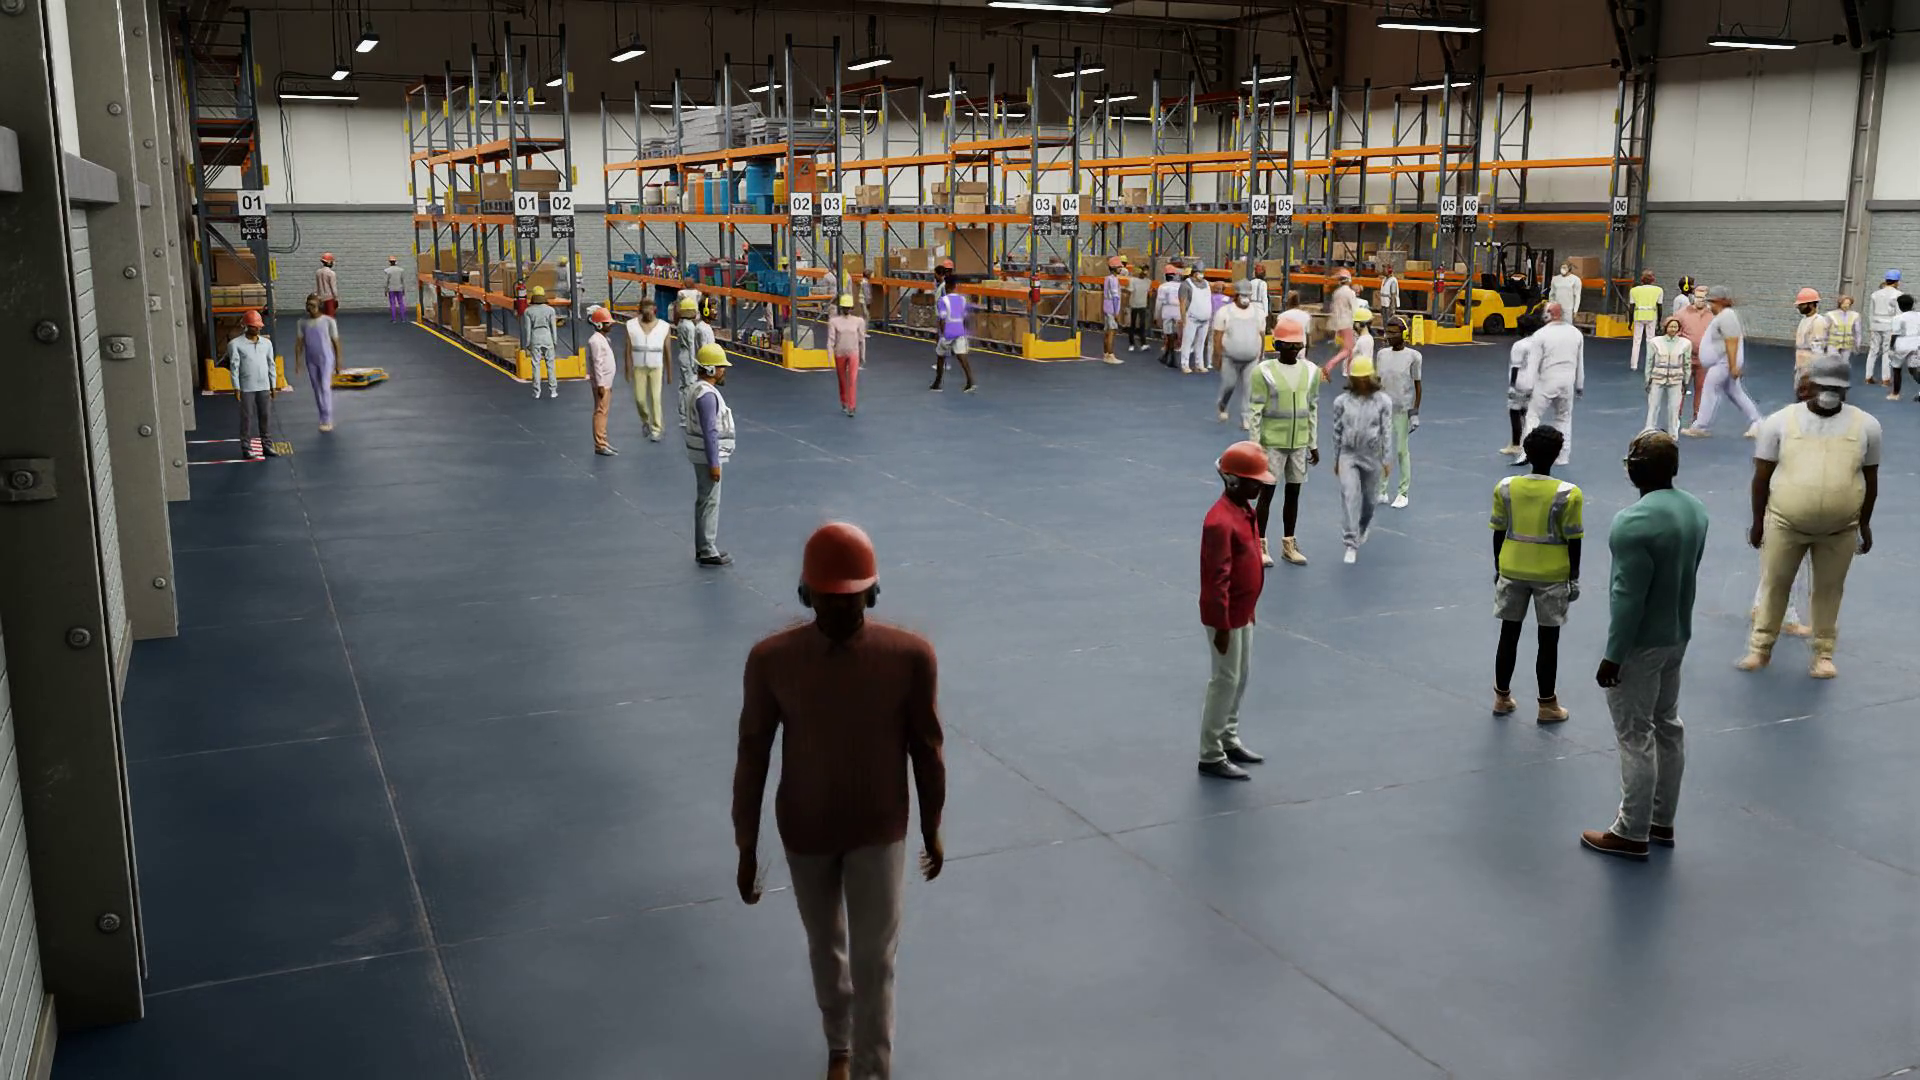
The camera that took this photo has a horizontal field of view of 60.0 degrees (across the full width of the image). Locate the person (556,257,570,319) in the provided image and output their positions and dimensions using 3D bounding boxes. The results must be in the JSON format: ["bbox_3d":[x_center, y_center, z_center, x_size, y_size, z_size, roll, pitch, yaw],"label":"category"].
[{"bbox_3d":[-10.719,-6.808,45.041,0.502,1.687,0.870,3,11,13],"label":"person"}]

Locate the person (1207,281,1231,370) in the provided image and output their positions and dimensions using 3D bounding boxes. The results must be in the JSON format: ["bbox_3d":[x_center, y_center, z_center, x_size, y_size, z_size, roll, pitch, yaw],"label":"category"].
[{"bbox_3d":[4.747,-3.958,30.691,0.523,1.634,0.325,6,12,26],"label":"person"}]

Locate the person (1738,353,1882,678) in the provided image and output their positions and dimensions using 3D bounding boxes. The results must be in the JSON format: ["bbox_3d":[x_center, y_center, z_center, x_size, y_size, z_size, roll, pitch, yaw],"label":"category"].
[{"bbox_3d":[5.264,-0.156,10.323,0.758,2.000,0.537,4,12,21],"label":"person"}]

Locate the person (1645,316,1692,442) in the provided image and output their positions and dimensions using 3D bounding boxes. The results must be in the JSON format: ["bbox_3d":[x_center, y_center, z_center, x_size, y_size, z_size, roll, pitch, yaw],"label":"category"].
[{"bbox_3d":[8.634,-1.912,20.303,0.519,1.633,0.314,4,12,20],"label":"person"}]

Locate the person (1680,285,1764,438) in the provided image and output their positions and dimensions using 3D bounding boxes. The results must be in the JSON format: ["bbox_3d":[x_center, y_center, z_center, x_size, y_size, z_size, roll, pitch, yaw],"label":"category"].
[{"bbox_3d":[9.906,-2.322,21.332,1.001,2.000,0.692,5,12,25],"label":"person"}]

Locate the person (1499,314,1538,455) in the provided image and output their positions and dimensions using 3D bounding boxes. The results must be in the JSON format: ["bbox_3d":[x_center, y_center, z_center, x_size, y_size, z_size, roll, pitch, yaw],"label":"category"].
[{"bbox_3d":[6.693,-1.828,19.729,0.540,1.690,0.461,-9,14,-39],"label":"person"}]

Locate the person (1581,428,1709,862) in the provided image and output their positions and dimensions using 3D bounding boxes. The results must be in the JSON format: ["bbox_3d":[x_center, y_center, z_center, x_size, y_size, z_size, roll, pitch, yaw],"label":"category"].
[{"bbox_3d":[3.066,0.465,7.431,0.635,1.935,0.349,-9,14,-39],"label":"person"}]

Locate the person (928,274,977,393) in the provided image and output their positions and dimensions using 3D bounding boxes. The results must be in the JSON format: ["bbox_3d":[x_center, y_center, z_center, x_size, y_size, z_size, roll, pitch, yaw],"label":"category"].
[{"bbox_3d":[-0.095,-3.311,26.704,0.598,1.918,1.018,-9,14,-38],"label":"person"}]

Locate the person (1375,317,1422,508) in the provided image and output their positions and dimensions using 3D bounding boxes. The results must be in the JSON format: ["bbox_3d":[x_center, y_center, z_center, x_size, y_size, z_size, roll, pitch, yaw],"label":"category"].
[{"bbox_3d":[4.263,-1.250,16.322,0.532,1.868,0.310,11,16,44],"label":"person"}]

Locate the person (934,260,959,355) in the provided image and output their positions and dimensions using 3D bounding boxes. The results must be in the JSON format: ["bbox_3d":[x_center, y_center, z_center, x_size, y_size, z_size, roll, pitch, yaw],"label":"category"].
[{"bbox_3d":[-0.251,-4.718,33.803,0.546,1.928,0.384,6,12,26],"label":"person"}]

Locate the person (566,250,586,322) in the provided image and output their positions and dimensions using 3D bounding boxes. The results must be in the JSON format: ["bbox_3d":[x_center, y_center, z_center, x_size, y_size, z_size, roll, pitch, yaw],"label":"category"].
[{"bbox_3d":[-10.165,-6.706,44.009,0.354,1.886,0.572,6,13,28],"label":"person"}]

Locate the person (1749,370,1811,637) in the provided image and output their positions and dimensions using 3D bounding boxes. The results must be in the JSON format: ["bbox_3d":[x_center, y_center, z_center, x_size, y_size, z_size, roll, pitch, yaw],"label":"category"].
[{"bbox_3d":[5.772,-0.268,11.461,0.641,1.844,0.445,-10,15,-43],"label":"person"}]

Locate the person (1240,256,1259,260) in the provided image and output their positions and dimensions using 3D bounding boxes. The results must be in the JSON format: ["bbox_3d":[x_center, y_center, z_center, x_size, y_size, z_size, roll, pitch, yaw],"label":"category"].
[{"bbox_3d":[8.805,-7.972,50.620,0.628,1.822,0.440,-3,11,-13],"label":"person"}]

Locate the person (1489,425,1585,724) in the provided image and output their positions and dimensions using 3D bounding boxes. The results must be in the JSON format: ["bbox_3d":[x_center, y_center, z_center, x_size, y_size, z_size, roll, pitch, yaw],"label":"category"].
[{"bbox_3d":[3.260,0.193,9.417,0.540,1.700,0.316,10,15,40],"label":"person"}]

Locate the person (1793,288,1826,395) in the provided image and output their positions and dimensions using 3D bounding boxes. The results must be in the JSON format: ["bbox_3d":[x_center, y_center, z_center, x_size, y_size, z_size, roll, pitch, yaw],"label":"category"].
[{"bbox_3d":[10.759,-2.232,21.190,0.388,1.924,0.549,1,11,5],"label":"person"}]

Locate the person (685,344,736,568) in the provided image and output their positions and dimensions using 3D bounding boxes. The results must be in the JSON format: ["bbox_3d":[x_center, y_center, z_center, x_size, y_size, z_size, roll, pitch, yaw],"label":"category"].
[{"bbox_3d":[-2.033,-0.687,13.592,0.404,1.824,0.586,-2,11,-12],"label":"person"}]

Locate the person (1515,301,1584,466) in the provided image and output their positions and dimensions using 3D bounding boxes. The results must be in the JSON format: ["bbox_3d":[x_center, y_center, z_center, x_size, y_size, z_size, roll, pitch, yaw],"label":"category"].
[{"bbox_3d":[6.786,-1.782,19.001,0.717,1.894,0.446,-2,11,-9],"label":"person"}]

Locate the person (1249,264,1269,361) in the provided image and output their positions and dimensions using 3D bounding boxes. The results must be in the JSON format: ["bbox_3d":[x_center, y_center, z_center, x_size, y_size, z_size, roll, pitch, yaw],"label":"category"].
[{"bbox_3d":[5.762,-4.379,32.179,0.355,1.887,0.573,-6,13,-29],"label":"person"}]

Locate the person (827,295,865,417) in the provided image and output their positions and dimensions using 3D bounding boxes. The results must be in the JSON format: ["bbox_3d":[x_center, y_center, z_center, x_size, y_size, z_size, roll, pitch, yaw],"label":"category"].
[{"bbox_3d":[-1.628,-2.655,23.834,0.536,1.725,0.889,0,11,-2],"label":"person"}]

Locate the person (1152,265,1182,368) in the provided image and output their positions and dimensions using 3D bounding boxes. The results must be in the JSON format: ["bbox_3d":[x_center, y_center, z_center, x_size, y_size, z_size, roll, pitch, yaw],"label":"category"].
[{"bbox_3d":[3.880,-4.208,31.275,0.561,1.894,0.933,-5,12,-25],"label":"person"}]

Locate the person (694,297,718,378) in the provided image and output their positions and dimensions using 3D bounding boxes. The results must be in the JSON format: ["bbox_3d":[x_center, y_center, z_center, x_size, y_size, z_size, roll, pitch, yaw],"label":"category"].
[{"bbox_3d":[-3.086,-2.025,20.297,0.328,1.861,0.500,-1,11,-7],"label":"person"}]

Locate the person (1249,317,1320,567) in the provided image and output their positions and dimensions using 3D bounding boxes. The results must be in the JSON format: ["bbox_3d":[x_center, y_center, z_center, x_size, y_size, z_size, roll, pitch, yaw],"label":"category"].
[{"bbox_3d":[2.657,-0.794,13.562,0.616,2.041,0.380,-3,12,-16],"label":"person"}]

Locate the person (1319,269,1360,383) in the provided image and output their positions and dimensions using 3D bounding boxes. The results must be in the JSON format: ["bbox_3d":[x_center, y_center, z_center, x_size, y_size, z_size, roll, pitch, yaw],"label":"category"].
[{"bbox_3d":[6.486,-3.592,28.083,0.844,1.937,0.633,-2,11,-10],"label":"person"}]

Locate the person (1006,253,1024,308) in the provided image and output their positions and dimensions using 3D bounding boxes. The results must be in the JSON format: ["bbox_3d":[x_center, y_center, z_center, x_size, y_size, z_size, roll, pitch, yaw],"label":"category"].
[{"bbox_3d":[1.547,-7.678,49.399,0.674,1.710,0.596,6,13,29],"label":"person"}]

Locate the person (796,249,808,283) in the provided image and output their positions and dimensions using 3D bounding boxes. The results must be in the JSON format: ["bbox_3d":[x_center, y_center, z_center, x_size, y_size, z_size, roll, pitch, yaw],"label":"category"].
[{"bbox_3d":[-5.057,-8.278,52.379,0.577,1.737,0.354,-3,11,-13],"label":"person"}]

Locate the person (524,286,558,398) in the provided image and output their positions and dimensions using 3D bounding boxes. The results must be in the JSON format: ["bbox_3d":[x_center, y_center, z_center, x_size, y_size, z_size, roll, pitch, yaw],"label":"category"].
[{"bbox_3d":[-6.554,-3.098,26.040,0.486,1.743,0.299,-3,12,-16],"label":"person"}]

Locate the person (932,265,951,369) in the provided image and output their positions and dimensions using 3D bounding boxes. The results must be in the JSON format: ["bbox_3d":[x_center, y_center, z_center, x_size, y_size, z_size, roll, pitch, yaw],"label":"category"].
[{"bbox_3d":[-0.304,-4.109,30.739,0.391,1.914,0.587,-1,11,-6],"label":"person"}]

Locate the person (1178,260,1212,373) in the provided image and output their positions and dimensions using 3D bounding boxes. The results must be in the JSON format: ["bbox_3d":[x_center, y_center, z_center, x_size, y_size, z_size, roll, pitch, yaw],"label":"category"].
[{"bbox_3d":[4.289,-4.025,29.988,0.688,2.000,0.535,-7,13,-30],"label":"person"}]

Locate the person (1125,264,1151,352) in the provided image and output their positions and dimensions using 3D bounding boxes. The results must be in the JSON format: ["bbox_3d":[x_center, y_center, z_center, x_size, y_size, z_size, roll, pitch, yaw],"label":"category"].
[{"bbox_3d":[3.688,-4.806,34.538,0.628,1.806,0.973,-2,11,-10],"label":"person"}]

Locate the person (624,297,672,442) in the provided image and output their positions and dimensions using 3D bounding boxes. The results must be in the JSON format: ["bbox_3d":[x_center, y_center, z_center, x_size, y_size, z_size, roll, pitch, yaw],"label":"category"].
[{"bbox_3d":[-3.940,-2.161,21.028,0.616,1.832,0.434,-1,11,-5],"label":"person"}]

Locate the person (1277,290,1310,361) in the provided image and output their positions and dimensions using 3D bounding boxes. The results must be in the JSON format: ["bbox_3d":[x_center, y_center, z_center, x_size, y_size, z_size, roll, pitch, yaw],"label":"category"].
[{"bbox_3d":[4.669,-2.575,23.234,0.521,1.807,0.940,-2,11,-11],"label":"person"}]

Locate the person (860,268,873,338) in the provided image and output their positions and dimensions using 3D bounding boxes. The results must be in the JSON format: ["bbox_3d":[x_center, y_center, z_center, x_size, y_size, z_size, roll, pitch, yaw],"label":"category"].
[{"bbox_3d":[-2.171,-5.510,38.648,0.320,1.605,0.714,-1,11,-3],"label":"person"}]

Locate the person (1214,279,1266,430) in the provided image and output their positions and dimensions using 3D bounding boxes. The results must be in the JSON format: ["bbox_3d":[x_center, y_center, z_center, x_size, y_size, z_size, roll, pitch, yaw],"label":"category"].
[{"bbox_3d":[3.745,-2.506,22.265,0.695,2.000,0.726,0,11,-1],"label":"person"}]

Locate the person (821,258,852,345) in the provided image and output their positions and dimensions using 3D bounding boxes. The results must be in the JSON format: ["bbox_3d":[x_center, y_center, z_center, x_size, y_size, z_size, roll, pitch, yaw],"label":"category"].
[{"bbox_3d":[-2.700,-5.205,36.415,0.672,1.926,0.506,-4,12,-18],"label":"person"}]
